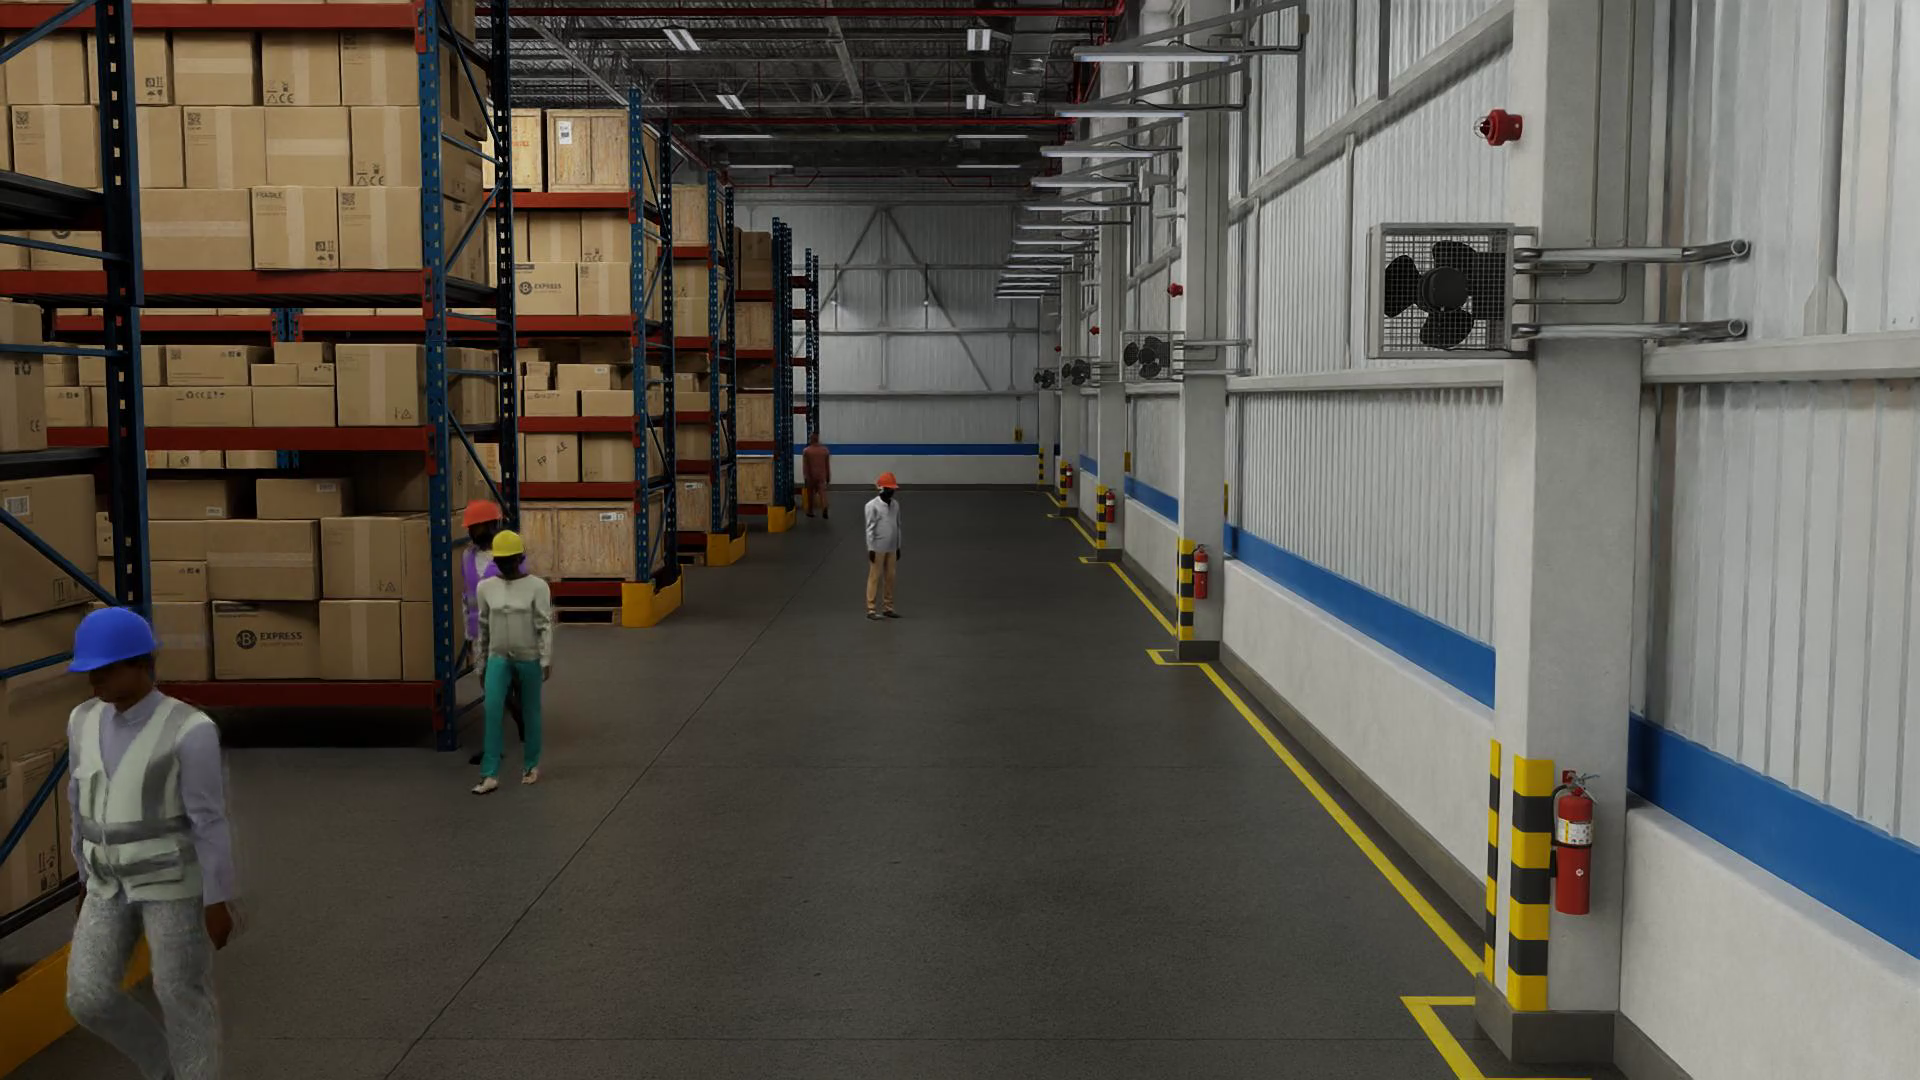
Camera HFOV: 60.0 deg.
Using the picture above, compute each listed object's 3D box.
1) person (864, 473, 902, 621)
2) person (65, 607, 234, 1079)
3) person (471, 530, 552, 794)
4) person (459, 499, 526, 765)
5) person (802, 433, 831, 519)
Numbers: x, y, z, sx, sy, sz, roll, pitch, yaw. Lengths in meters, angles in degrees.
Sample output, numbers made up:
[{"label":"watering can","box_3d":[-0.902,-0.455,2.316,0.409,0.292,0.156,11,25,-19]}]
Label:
[{"label":"person","box_3d":[-0.876,0.076,19.584,0.349,1.743,0.572,4,6,41]},{"label":"person","box_3d":[-2.766,1.180,5.655,0.698,1.923,0.447,2,5,17]},{"label":"person","box_3d":[-2.974,0.813,11.026,0.538,1.736,0.802,0,5,1]},{"label":"person","box_3d":[-3.371,0.638,12.168,0.555,1.907,0.836,2,5,22]},{"label":"person","box_3d":[-3.101,-1.394,36.036,0.646,1.871,0.920,-2,5,-23]}]
